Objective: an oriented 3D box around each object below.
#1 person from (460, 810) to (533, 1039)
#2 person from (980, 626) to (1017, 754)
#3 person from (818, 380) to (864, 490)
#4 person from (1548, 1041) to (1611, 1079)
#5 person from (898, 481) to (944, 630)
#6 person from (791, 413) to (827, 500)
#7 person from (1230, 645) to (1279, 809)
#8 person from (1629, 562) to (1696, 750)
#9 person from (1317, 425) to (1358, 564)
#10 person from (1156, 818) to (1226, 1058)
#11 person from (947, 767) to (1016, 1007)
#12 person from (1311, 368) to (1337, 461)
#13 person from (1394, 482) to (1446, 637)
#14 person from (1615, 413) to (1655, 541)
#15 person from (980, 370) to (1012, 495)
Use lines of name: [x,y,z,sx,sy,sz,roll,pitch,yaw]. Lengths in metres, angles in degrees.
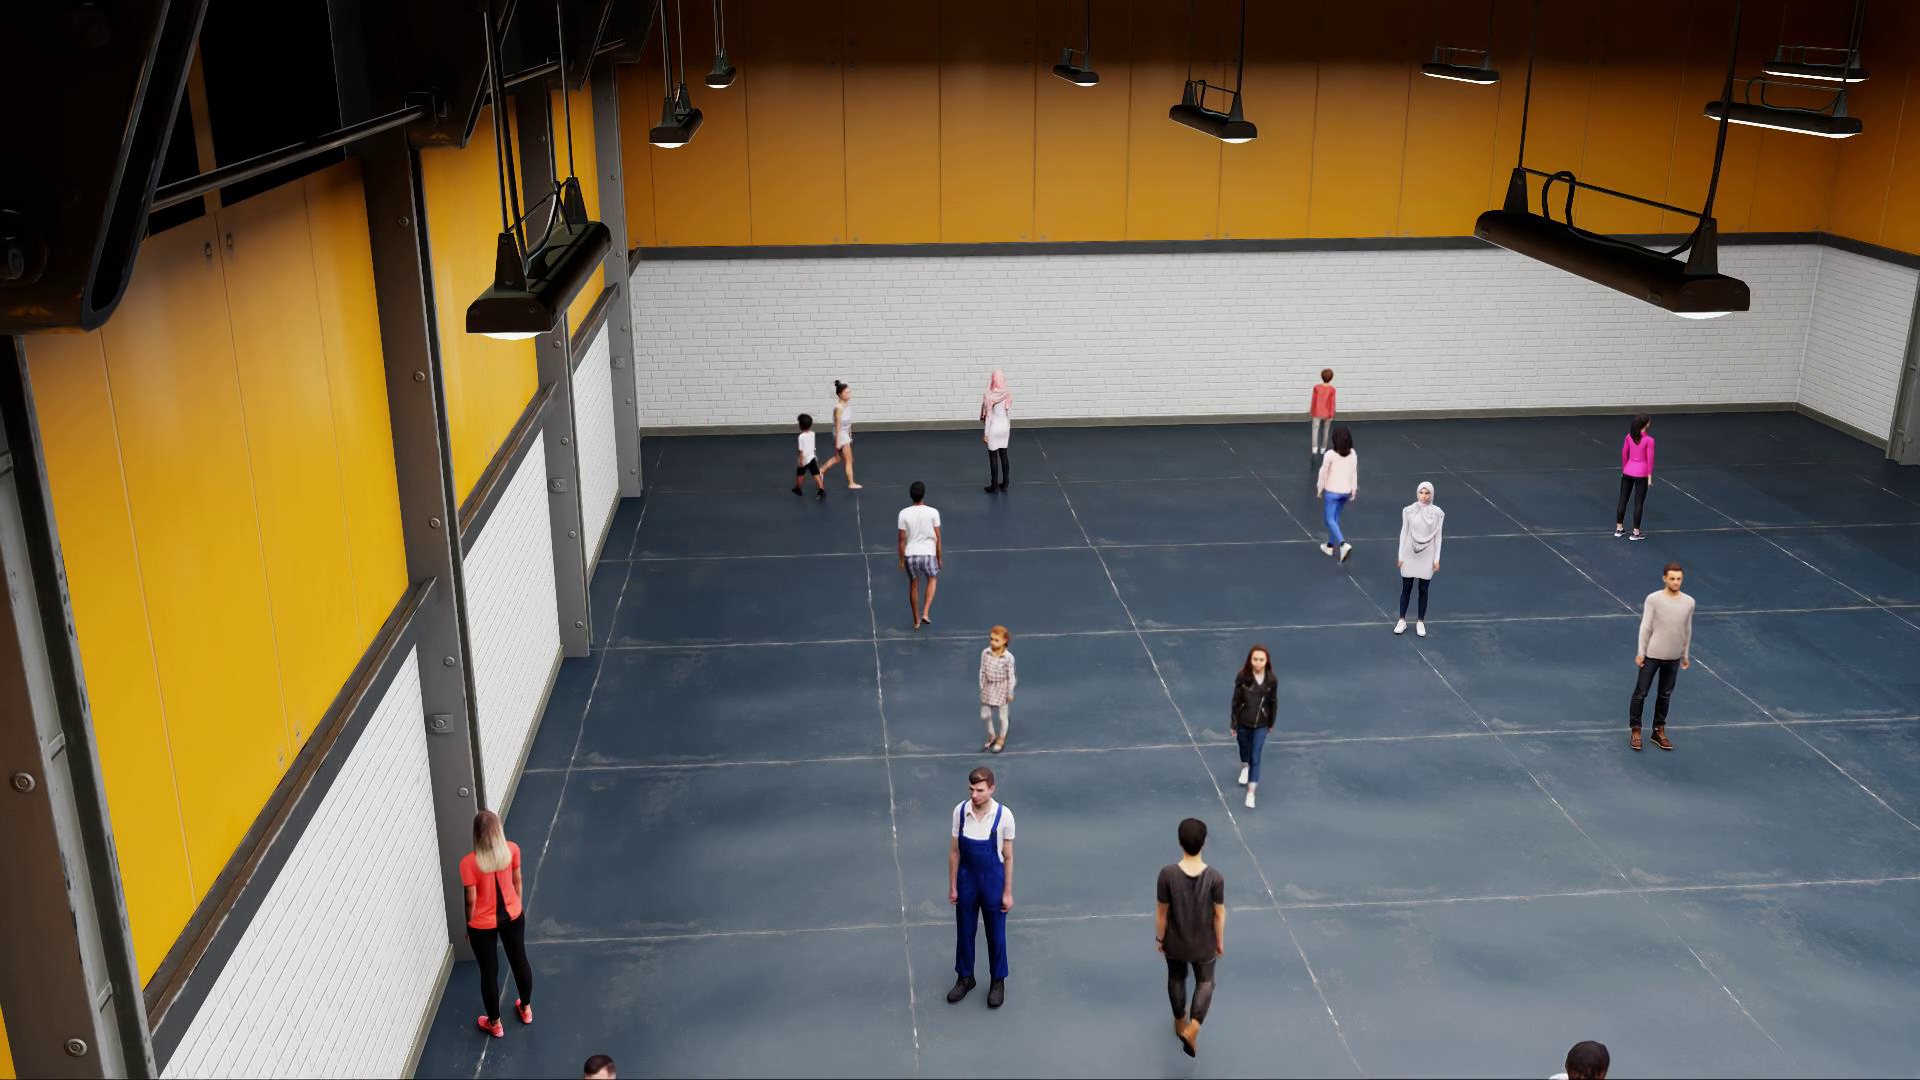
person: [-3.229,2.650,11.586,0.676,1.694,0.707,-15,24,-38]
person: [0.389,1.400,15.910,0.640,1.303,0.676,10,21,27]
person: [-1.780,-1.505,24.056,0.832,1.611,0.953,4,19,11]
person: [3.350,3.478,9.089,0.727,1.719,0.642,-16,24,-40]
person: [-0.455,0.209,18.790,0.703,1.722,0.714,1,19,3]
person: [-2.122,-1.171,23.640,0.814,1.243,0.937,-16,24,-39]
person: [2.632,1.619,15.038,0.766,1.446,1.053,4,19,12]
person: [6.720,1.095,15.931,0.670,1.868,0.590,0,19,0]
person: [4.805,-0.552,21.018,0.767,1.742,1.098,-5,19,-14]
person: [1.572,2.727,11.348,0.792,1.700,0.972,4,19,12]
person: [0.163,2.456,11.921,0.707,1.848,0.691,5,19,15]
person: [5.577,-1.939,25.669,0.695,1.402,0.975,4,19,11]
person: [5.168,0.198,18.740,0.680,1.775,0.656,6,19,16]
person: [8.926,-0.856,21.989,0.730,1.698,0.639,-14,23,-36]
person: [0.538,-1.564,23.928,0.719,1.803,0.737,-12,22,-32]
